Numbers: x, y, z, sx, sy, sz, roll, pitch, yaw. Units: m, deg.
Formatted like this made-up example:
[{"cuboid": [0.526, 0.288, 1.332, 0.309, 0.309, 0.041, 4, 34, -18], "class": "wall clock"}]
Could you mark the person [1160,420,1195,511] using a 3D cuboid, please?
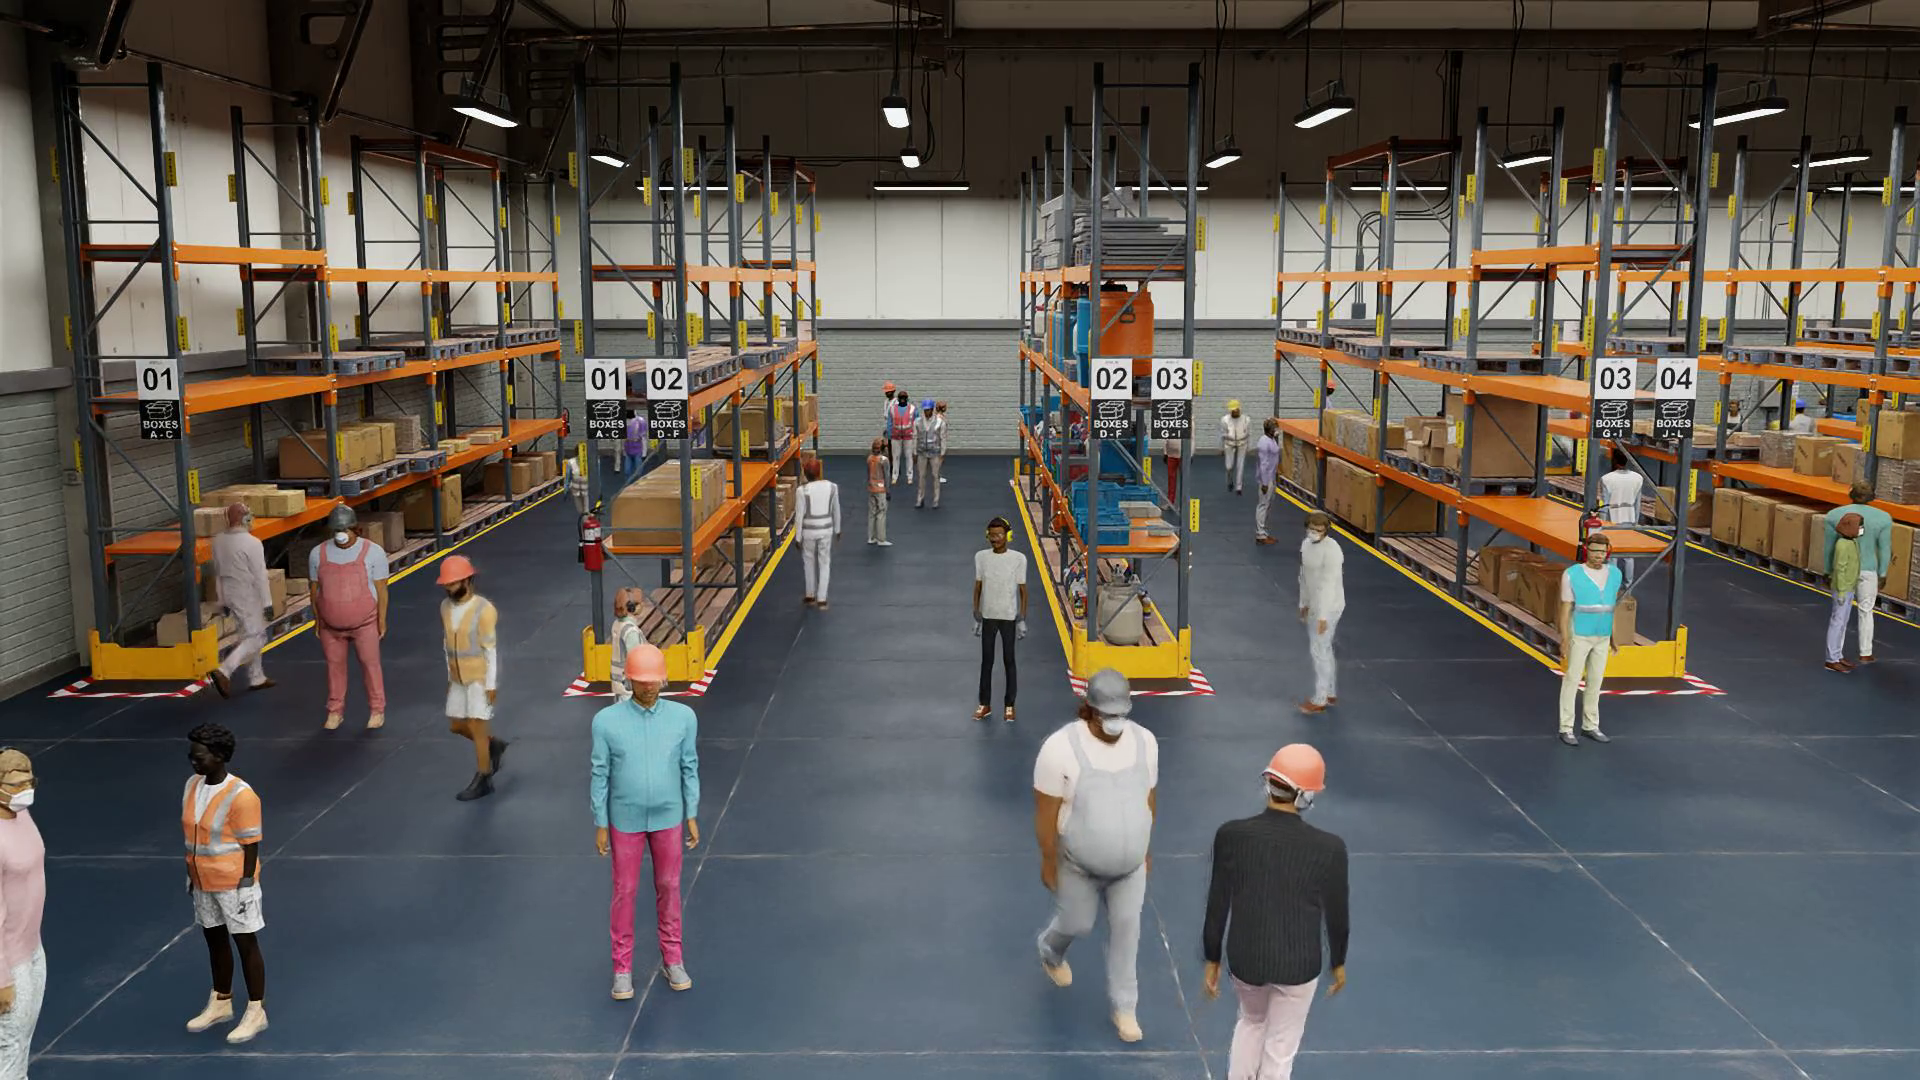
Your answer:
[{"cuboid": [3.778, -1.484, 28.871, 0.612, 1.984, 0.401, 8, 12, 41], "class": "person"}]

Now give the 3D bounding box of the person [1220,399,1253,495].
[{"cuboid": [5.156, -1.730, 31.021, 0.607, 1.811, 0.413, 1, 9, 9], "class": "person"}]

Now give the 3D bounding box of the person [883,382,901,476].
[{"cuboid": [-1.420, -2.286, 34.222, 0.386, 1.929, 0.549, -5, 10, -32], "class": "person"}]

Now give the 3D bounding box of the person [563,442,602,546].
[{"cuboid": [-5.637, -0.662, 24.832, 0.522, 1.593, 0.847, 1, 9, 9], "class": "person"}]

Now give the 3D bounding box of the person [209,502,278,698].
[{"cuboid": [-6.911, 0.574, 15.966, 0.649, 1.880, 0.737, 6, 11, 34], "class": "person"}]

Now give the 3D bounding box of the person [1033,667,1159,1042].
[{"cuboid": [0.708, 1.592, 8.905, 0.697, 2.000, 0.798, -3, 9, -18], "class": "person"}]

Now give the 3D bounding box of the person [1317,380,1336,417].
[{"cuboid": [7.729, -2.424, 35.101, 0.381, 1.929, 0.543, 3, 9, 19], "class": "person"}]

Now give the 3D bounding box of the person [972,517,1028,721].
[{"cuboid": [0.362, 0.714, 15.094, 0.521, 1.873, 0.336, 3, 9, 16], "class": "person"}]

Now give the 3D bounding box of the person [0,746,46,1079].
[{"cuboid": [-4.247, 1.871, 7.450, 0.376, 1.936, 0.627, -2, 9, -16], "class": "person"}]

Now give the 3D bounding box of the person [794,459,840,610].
[{"cuboid": [-1.732, -0.069, 20.274, 0.635, 1.865, 0.726, -3, 9, -20], "class": "person"}]

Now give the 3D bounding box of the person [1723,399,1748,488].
[{"cuboid": [14.130, -1.664, 30.476, 0.517, 1.843, 0.325, 4, 10, 22], "class": "person"}]

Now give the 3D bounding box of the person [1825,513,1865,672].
[{"cuboid": [9.084, 0.527, 17.058, 0.277, 1.633, 0.507, 7, 11, 39], "class": "person"}]

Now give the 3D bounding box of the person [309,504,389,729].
[{"cuboid": [-5.440, 0.678, 14.785, 0.685, 2.000, 0.535, -1, 9, -5], "class": "person"}]

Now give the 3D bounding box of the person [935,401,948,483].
[{"cuboid": [-0.398, -1.954, 33.033, 0.317, 1.629, 0.508, -1, 9, -4], "class": "person"}]

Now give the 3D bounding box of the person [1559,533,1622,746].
[{"cuboid": [5.424, 0.846, 14.348, 0.580, 1.840, 0.382, -3, 9, -16], "class": "person"}]

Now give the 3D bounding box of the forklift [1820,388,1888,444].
[{"cuboid": [20.072, -3.110, 36.462, 1.873, 2.768, 1.129, 0, 9, 0], "class": "forklift"}]

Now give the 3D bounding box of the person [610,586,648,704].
[{"cuboid": [-2.548, 1.172, 12.876, 0.309, 1.644, 0.512, -5, 10, -27], "class": "person"}]

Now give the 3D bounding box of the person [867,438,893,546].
[{"cuboid": [-1.221, -0.722, 25.103, 0.309, 1.633, 0.517, -7, 11, -39], "class": "person"}]

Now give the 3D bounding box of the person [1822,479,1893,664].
[{"cuboid": [9.344, 0.327, 17.365, 0.629, 1.940, 0.378, 6, 11, 34], "class": "person"}]

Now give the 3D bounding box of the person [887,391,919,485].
[{"cuboid": [-1.126, -2.001, 32.651, 0.625, 1.846, 0.429, 0, 9, 3], "class": "person"}]

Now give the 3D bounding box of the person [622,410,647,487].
[{"cuboid": [-5.827, -1.572, 29.671, 0.603, 1.915, 0.401, 5, 10, 30], "class": "person"}]

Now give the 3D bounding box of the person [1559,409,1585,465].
[{"cuboid": [13.303, -2.524, 36.077, 0.638, 1.828, 0.442, -4, 10, -25], "class": "person"}]

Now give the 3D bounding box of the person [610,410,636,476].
[{"cuboid": [-6.902, -2.208, 34.060, 0.593, 1.821, 0.404, -3, 9, -16], "class": "person"}]

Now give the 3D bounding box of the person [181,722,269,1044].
[{"cuboid": [-3.884, 1.787, 8.752, 0.537, 1.696, 0.318, 5, 10, 28], "class": "person"}]

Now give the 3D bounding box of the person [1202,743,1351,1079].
[{"cuboid": [1.411, 1.864, 7.415, 0.616, 1.957, 0.603, 4, 10, 27], "class": "person"}]

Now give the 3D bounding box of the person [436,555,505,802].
[{"cuboid": [-3.755, 1.038, 12.875, 0.572, 1.914, 0.590, 5, 10, 27], "class": "person"}]

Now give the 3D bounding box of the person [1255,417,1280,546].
[{"cuboid": [4.664, -0.891, 25.201, 0.355, 1.938, 0.637, 3, 9, 21], "class": "person"}]

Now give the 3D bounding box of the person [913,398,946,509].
[{"cuboid": [-0.541, -1.519, 29.210, 0.605, 1.948, 0.404, 2, 9, 15], "class": "person"}]

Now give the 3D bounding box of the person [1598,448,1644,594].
[{"cuboid": [8.258, -0.206, 20.859, 0.587, 1.920, 0.392, -2, 9, -15], "class": "person"}]

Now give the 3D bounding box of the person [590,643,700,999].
[{"cuboid": [-1.752, 1.552, 9.302, 0.611, 1.996, 0.375, -3, 9, -21], "class": "person"}]

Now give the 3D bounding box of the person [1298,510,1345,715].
[{"cuboid": [3.352, 0.653, 15.375, 0.448, 1.905, 0.676, -2, 9, -10], "class": "person"}]

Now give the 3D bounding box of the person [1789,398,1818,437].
[{"cuboid": [14.813, -1.543, 29.466, 0.629, 1.941, 0.572, 2, 9, 10], "class": "person"}]
